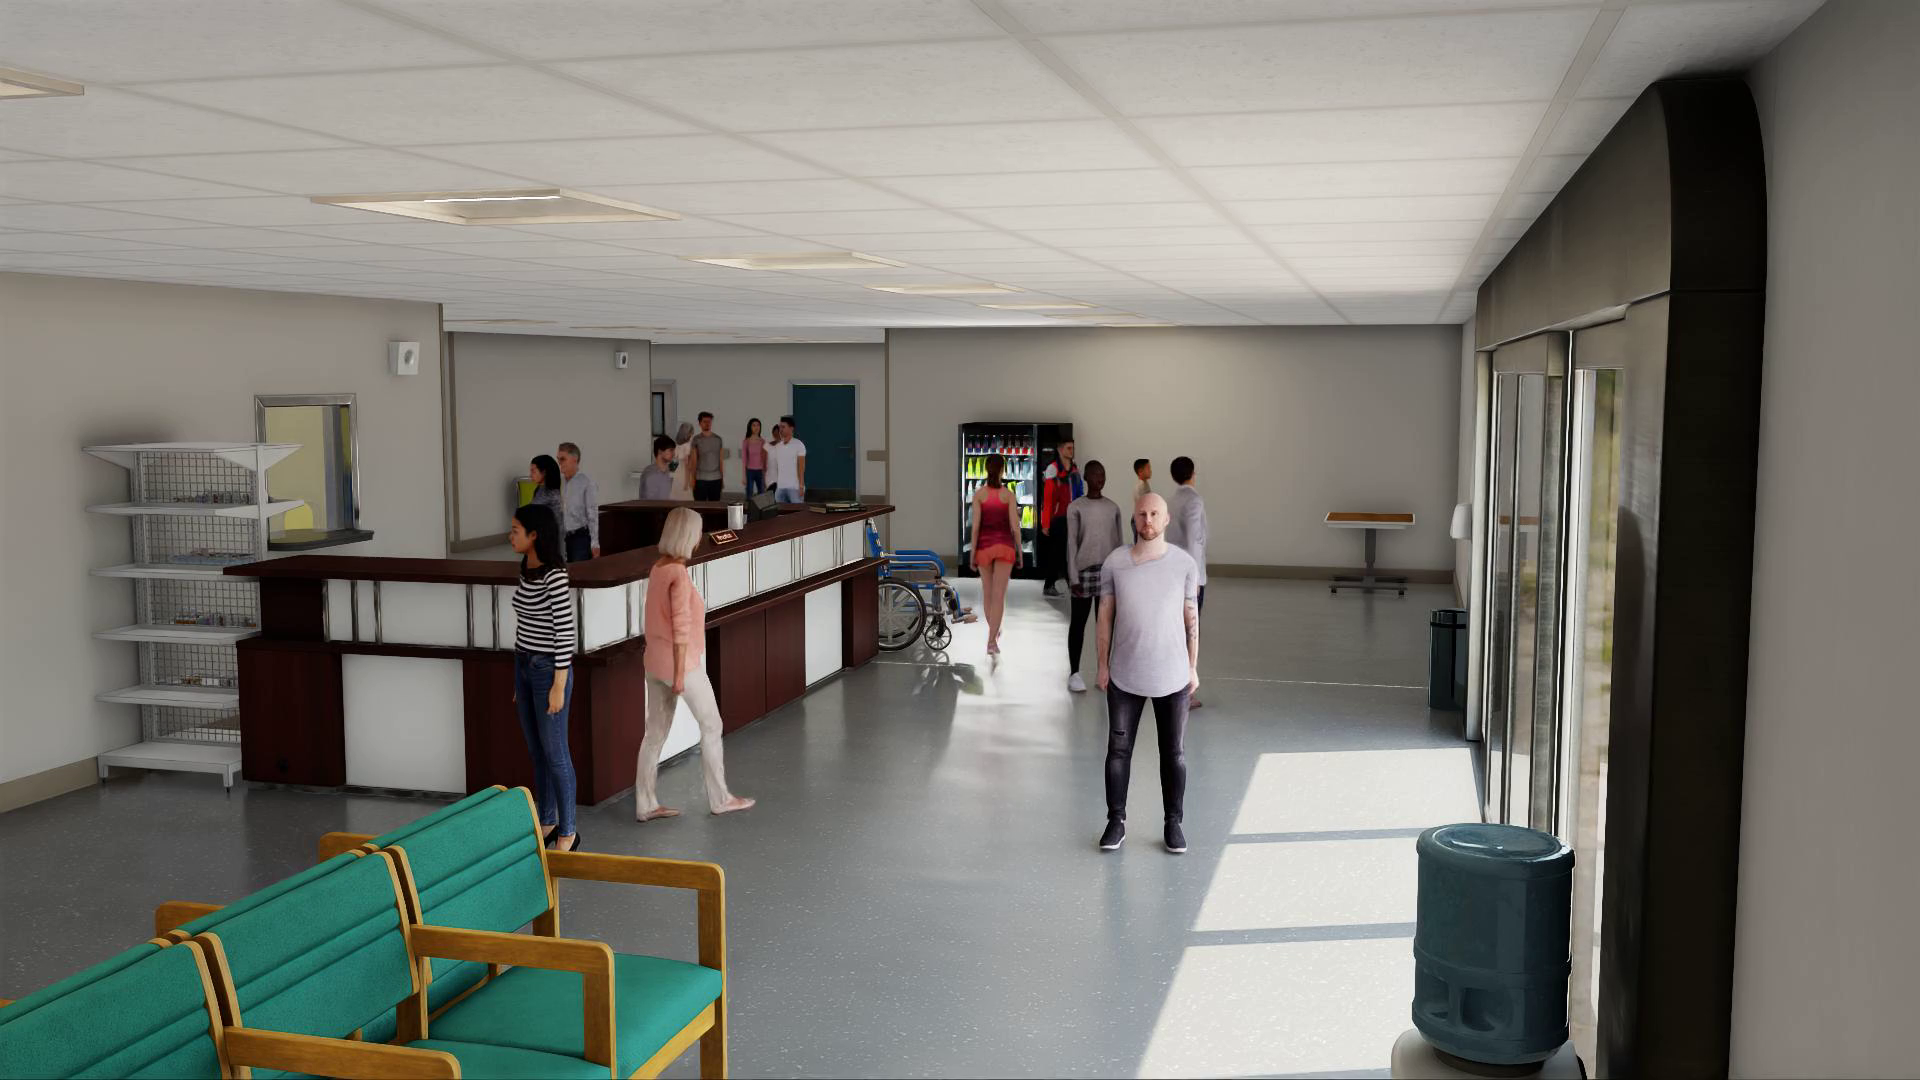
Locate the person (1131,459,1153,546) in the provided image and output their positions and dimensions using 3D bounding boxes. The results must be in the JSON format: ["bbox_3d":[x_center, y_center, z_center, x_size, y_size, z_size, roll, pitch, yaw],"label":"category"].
[{"bbox_3d":[2.065,-0.196,18.972,0.491,1.460,0.531,2,6,16],"label":"person"}]

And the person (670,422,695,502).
[{"bbox_3d":[-4.001,-0.781,23.626,1.049,1.691,1.174,-6,8,-44],"label":"person"}]

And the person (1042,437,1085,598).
[{"bbox_3d":[1.031,-0.216,17.832,0.988,1.728,1.137,-5,8,-42],"label":"person"}]

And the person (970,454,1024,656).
[{"bbox_3d":[0.287,0.159,14.224,1.095,1.703,0.700,1,6,12],"label":"person"}]

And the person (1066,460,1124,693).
[{"bbox_3d":[1.019,0.271,12.774,0.650,1.771,0.757,-2,6,-16],"label":"person"}]

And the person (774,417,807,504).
[{"bbox_3d":[-2.181,-0.696,21.977,0.759,1.853,0.846,4,7,33],"label":"person"}]

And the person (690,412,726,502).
[{"bbox_3d":[-3.566,-0.866,23.450,0.724,1.895,0.790,-3,7,-28],"label":"person"}]

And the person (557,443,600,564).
[{"bbox_3d":[-3.442,0.006,15.307,1.039,1.790,0.959,3,7,31],"label":"person"}]

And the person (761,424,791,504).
[{"bbox_3d":[-2.665,-0.873,24.600,0.893,1.680,0.946,-3,6,-25],"label":"person"}]

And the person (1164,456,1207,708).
[{"bbox_3d":[1.641,0.302,12.251,0.821,1.814,0.914,0,6,-1],"label":"person"}]

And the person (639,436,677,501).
[{"bbox_3d":[-3.064,-0.092,16.158,0.733,1.816,0.671,1,6,12],"label":"person"}]

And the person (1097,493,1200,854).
[{"bbox_3d":[0.971,0.666,8.512,0.570,1.837,0.771,1,6,6],"label":"person"}]

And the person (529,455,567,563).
[{"bbox_3d":[-3.591,0.115,14.511,0.751,1.733,0.650,-5,7,-40],"label":"person"}]

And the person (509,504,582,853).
[{"bbox_3d":[-2.051,0.710,8.206,0.726,1.794,0.627,-5,7,-39],"label":"person"}]

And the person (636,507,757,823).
[{"bbox_3d":[-1.624,0.689,8.978,0.939,1.698,0.904,-4,7,-35],"label":"person"}]

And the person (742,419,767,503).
[{"bbox_3d":[-3.213,-0.998,25.751,1.128,1.698,1.130,-3,6,-24],"label":"person"}]
